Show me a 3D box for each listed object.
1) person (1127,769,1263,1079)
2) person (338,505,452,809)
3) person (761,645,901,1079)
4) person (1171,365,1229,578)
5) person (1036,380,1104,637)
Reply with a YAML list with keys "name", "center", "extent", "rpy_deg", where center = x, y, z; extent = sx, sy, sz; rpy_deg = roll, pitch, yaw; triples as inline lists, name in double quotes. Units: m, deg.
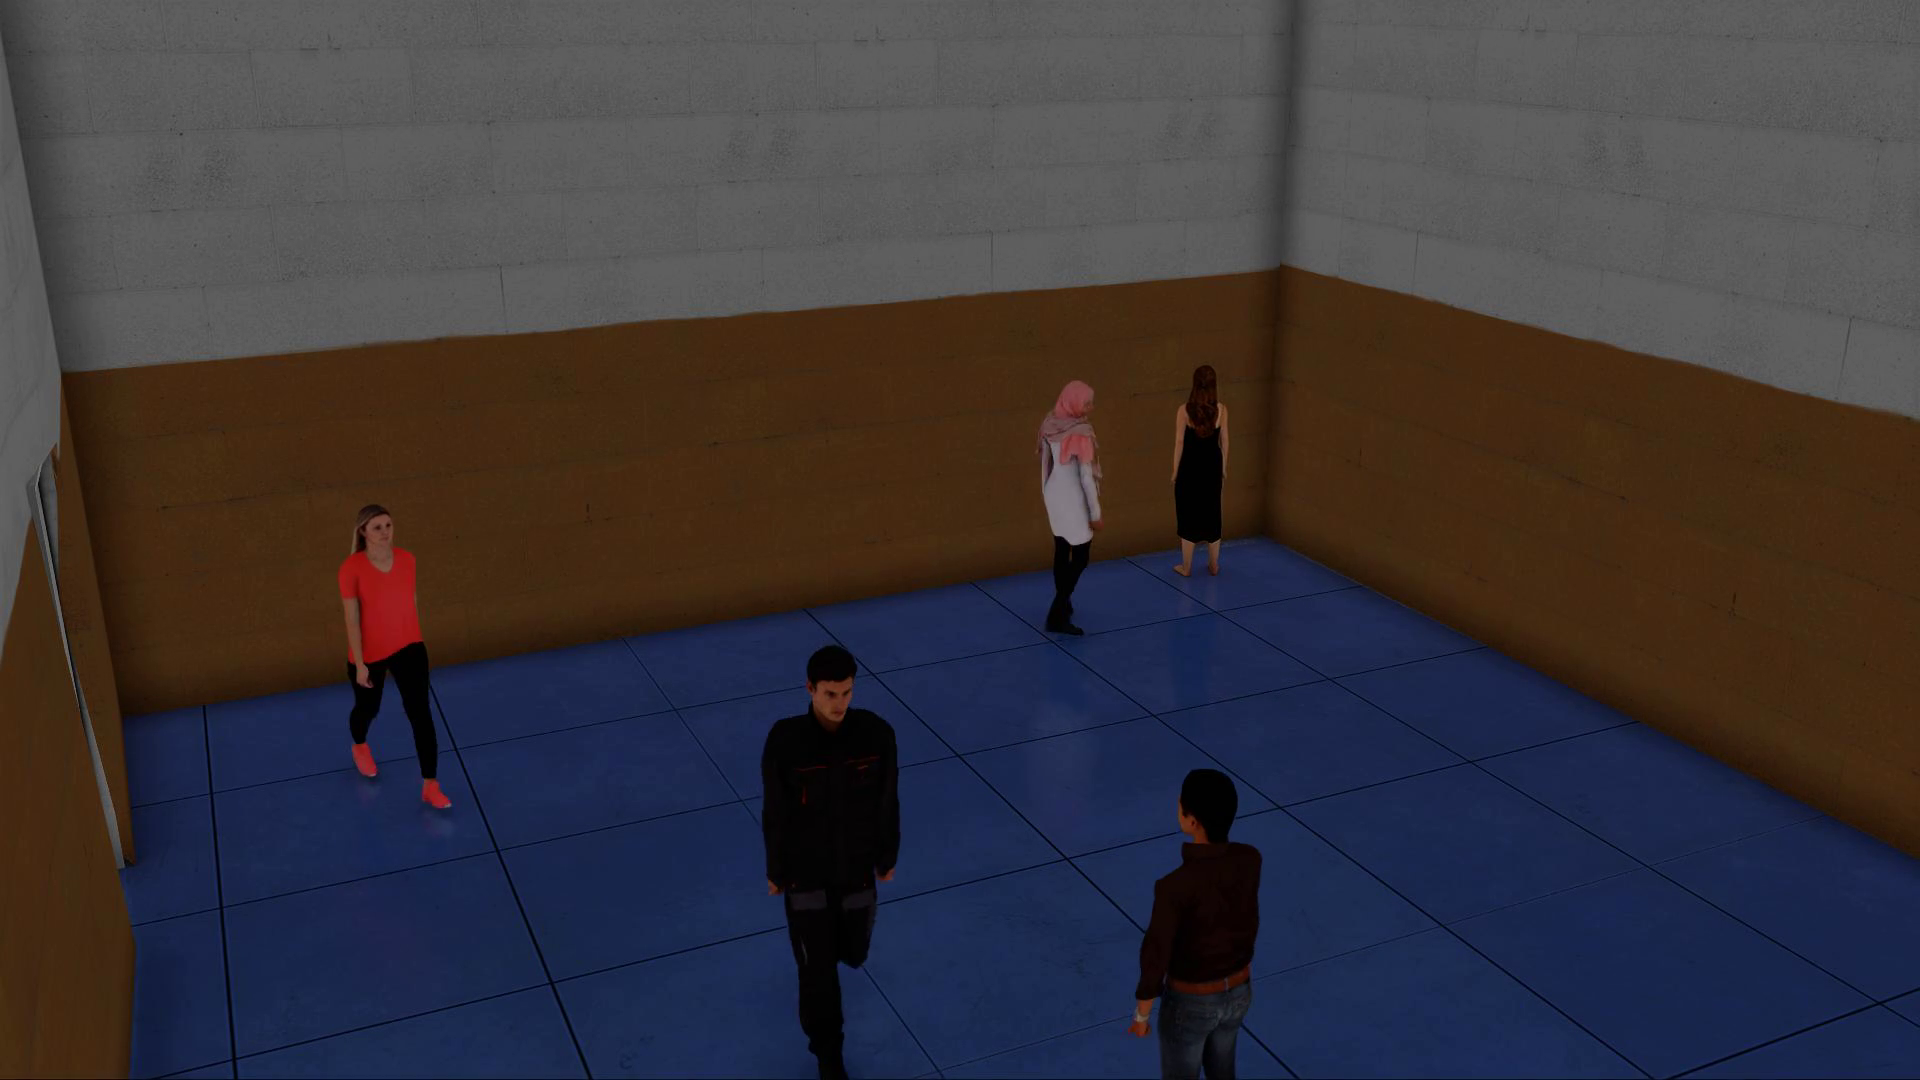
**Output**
- name: "person"
  center: [0.878, 1.640, 5.884]
  extent: [0.533, 1.772, 0.753]
  rpy_deg: [-12, 22, -31]
- name: "person"
  center: [-3.184, 0.624, 9.079]
  extent: [1.146, 1.656, 0.849]
  rpy_deg: [-15, 23, -37]
- name: "person"
  center: [-0.551, 1.264, 6.780]
  extent: [1.053, 1.912, 0.865]
  rpy_deg: [-5, 19, -16]
- name: "person"
  center: [1.803, -0.518, 12.516]
  extent: [0.587, 1.624, 0.702]
  rpy_deg: [-3, 19, -8]
- name: "person"
  center: [0.739, -0.252, 11.471]
  extent: [0.801, 1.788, 0.769]
  rpy_deg: [16, 24, 39]
